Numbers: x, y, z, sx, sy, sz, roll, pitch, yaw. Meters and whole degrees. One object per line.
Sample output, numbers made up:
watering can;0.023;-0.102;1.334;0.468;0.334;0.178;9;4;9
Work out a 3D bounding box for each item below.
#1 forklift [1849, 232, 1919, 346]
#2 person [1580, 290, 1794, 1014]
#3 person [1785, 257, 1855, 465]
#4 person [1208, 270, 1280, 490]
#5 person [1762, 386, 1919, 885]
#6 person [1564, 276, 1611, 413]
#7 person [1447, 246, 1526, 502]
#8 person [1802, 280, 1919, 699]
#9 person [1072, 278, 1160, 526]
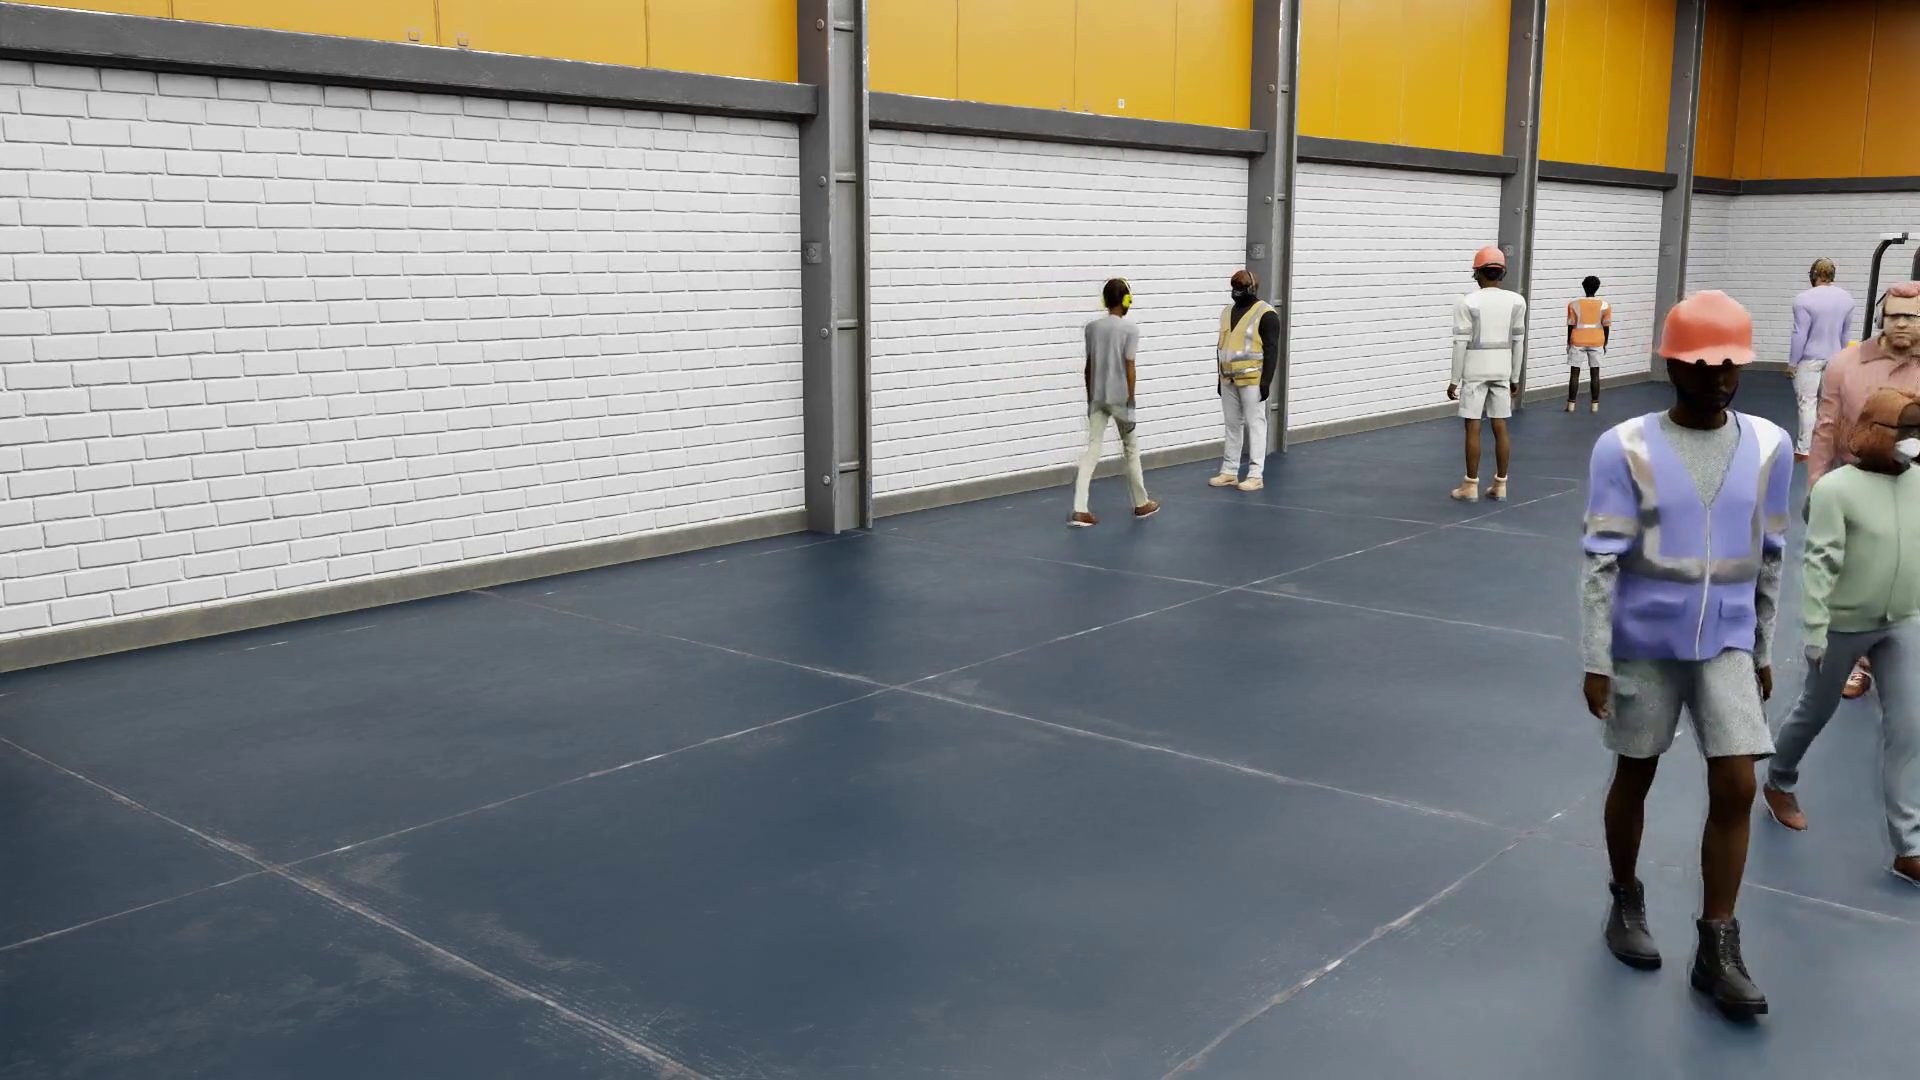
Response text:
forklift;9.955;-1.972;16.595;2.313;2.155;1.214;1;10;8
person;1.967;0.301;4.457;0.565;1.906;0.794;1;10;5
person;8.053;-1.674;15.626;0.633;1.938;0.356;-2;10;-14
person;2.386;-1.341;14.009;0.430;1.844;0.624;-7;12;-35
person;2.990;0.277;5.514;0.518;1.588;0.865;-1;10;-6
person;7.750;-2.410;20.539;0.527;1.690;0.321;2;10;13
person;4.195;-1.323;13.333;0.610;2.042;0.396;-2;10;-9
person;4.128;-0.207;7.424;0.636;1.887;0.419;9;14;42
person;1.131;-1.019;12.283;0.538;1.805;0.998;8;13;37
